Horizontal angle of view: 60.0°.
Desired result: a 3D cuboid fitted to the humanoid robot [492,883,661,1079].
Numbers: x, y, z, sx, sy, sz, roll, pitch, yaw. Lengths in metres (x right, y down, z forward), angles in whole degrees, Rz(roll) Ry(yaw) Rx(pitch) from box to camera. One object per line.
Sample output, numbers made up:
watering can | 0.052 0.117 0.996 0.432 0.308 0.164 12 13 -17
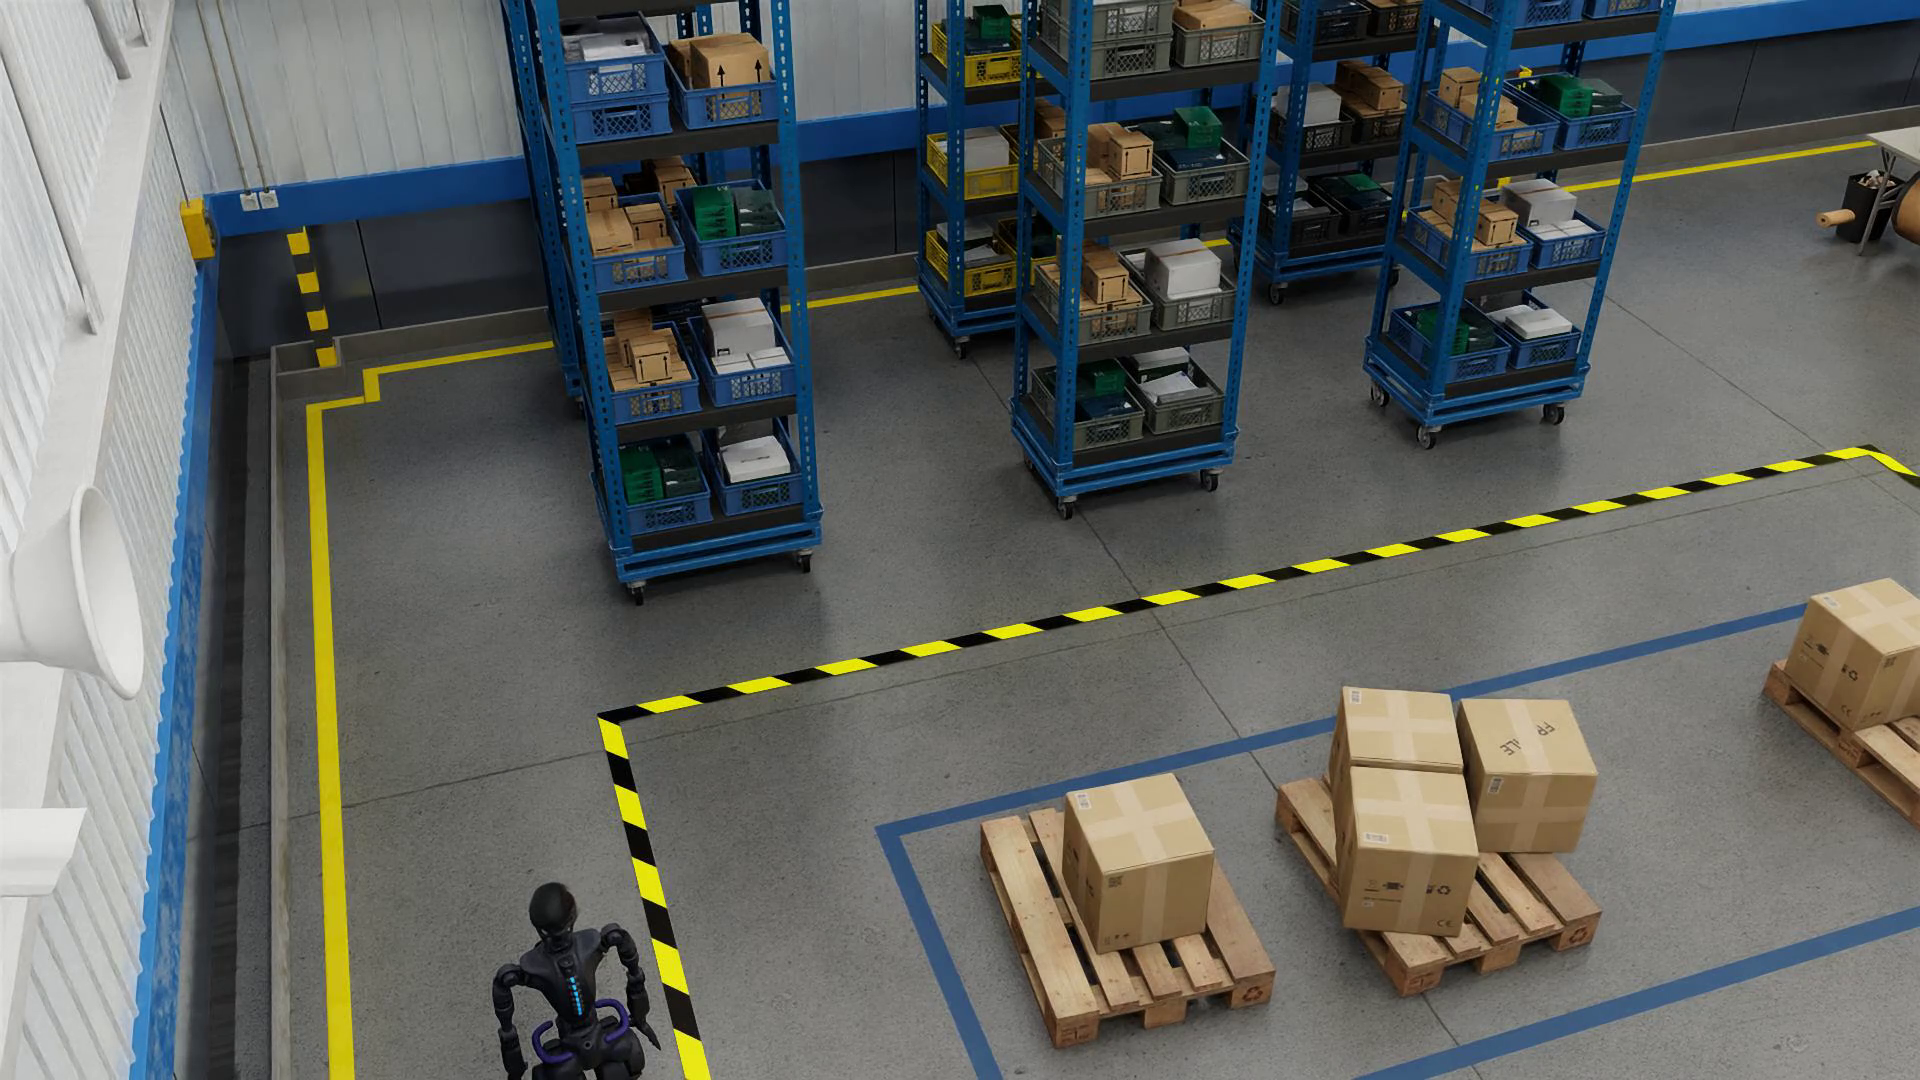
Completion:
humanoid robot | -1.402 1.892 6.141 0.599 1.653 0.315 -18 39 -23
